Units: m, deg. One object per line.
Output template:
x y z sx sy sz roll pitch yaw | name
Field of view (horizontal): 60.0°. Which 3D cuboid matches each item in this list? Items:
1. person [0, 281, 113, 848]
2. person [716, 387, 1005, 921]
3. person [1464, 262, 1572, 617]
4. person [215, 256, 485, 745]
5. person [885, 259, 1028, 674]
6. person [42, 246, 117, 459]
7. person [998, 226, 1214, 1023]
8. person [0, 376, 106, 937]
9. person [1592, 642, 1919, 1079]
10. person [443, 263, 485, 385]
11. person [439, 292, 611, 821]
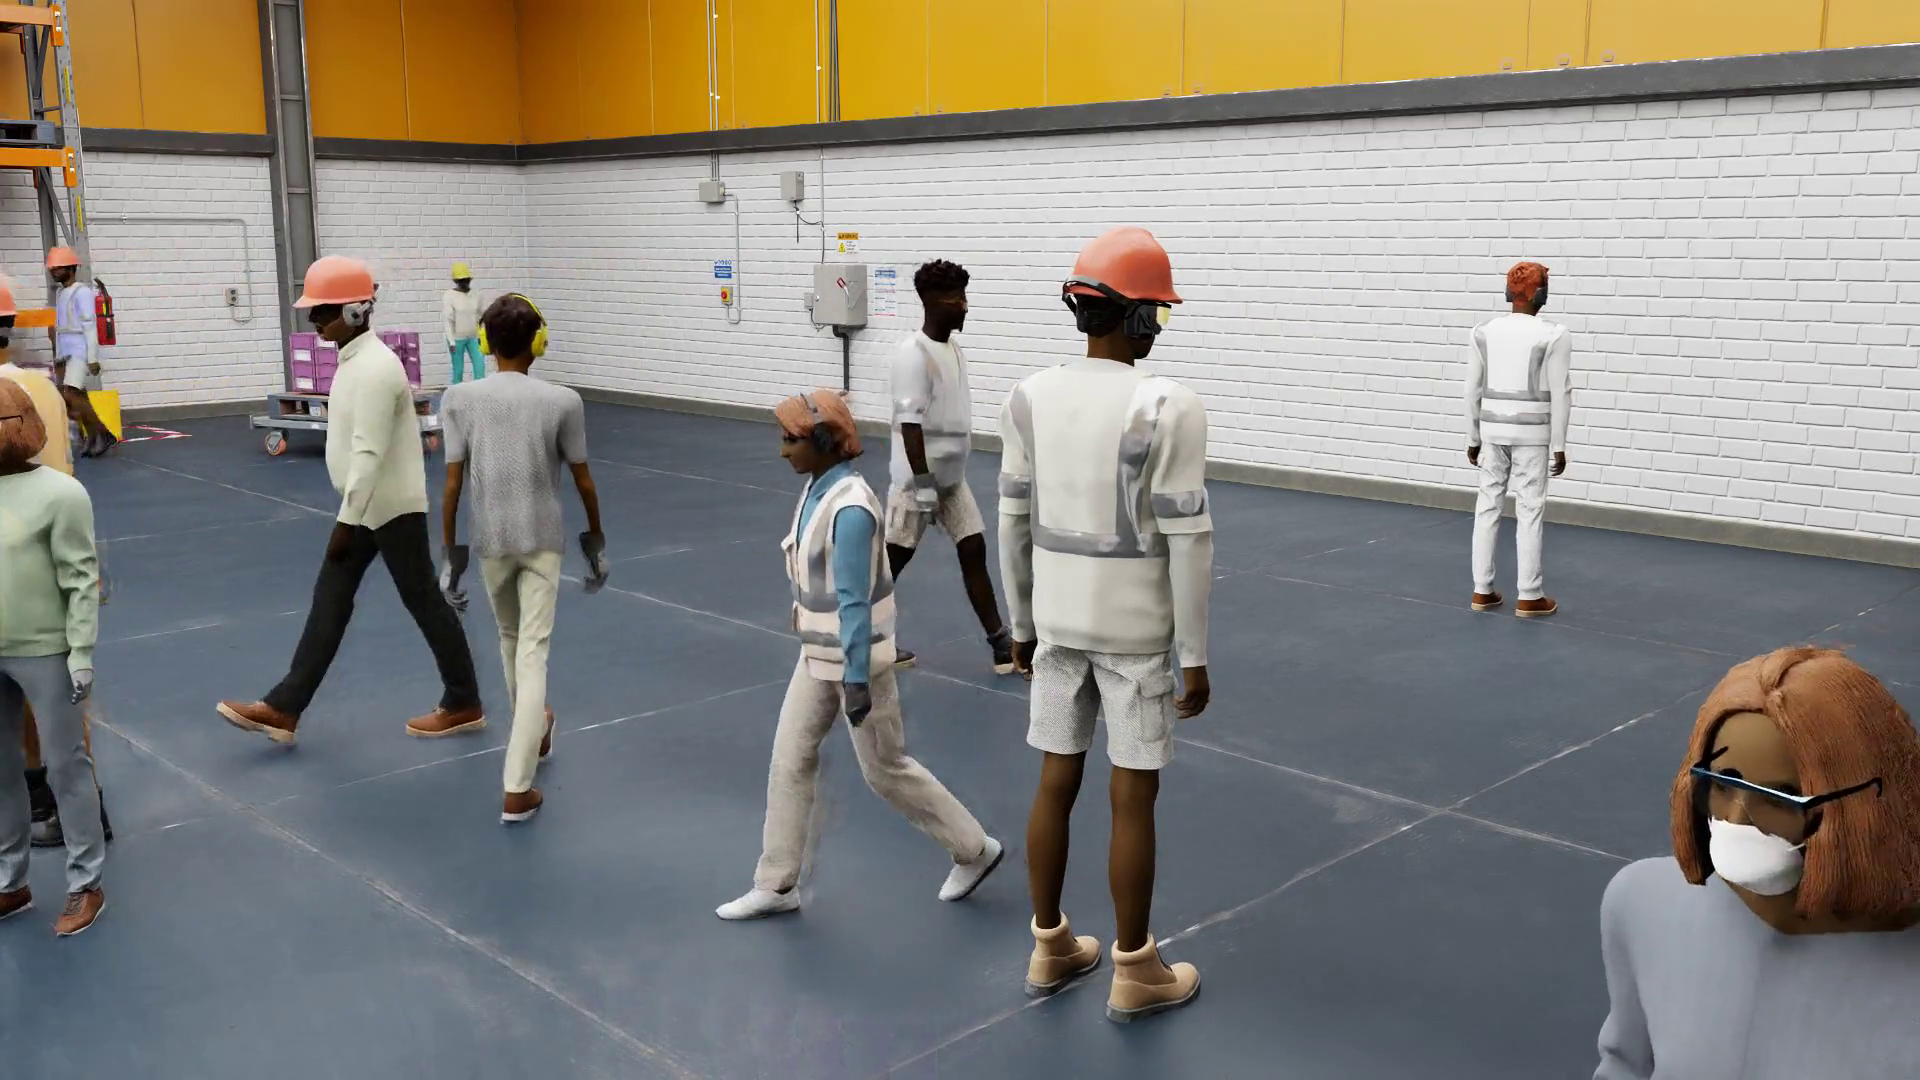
-3.150 0.086 5.420 0.666 1.911 0.557 -2 11 -11 | person
-0.283 0.340 4.902 0.833 1.592 0.540 -4 11 -20 | person
2.969 -0.533 8.882 0.575 1.881 0.356 10 14 44 | person
-2.383 -0.122 6.495 1.025 1.931 0.618 -7 12 -33 | person
-0.073 -0.318 7.626 0.993 1.910 0.621 5 11 25 | person
-8.006 -1.682 15.028 0.560 1.920 0.399 10 14 44 | person
0.394 0.219 4.342 0.613 2.041 0.393 8 13 38 | person
-2.729 0.337 4.809 0.500 1.636 0.286 1 10 4 | person
0.817 0.913 1.742 0.582 1.614 0.503 -8 13 -38 | person
-5.586 -2.273 18.814 0.785 1.701 0.557 10 15 44 | person
-1.562 0.025 6.017 0.550 1.813 0.989 0 10 -2 | person
